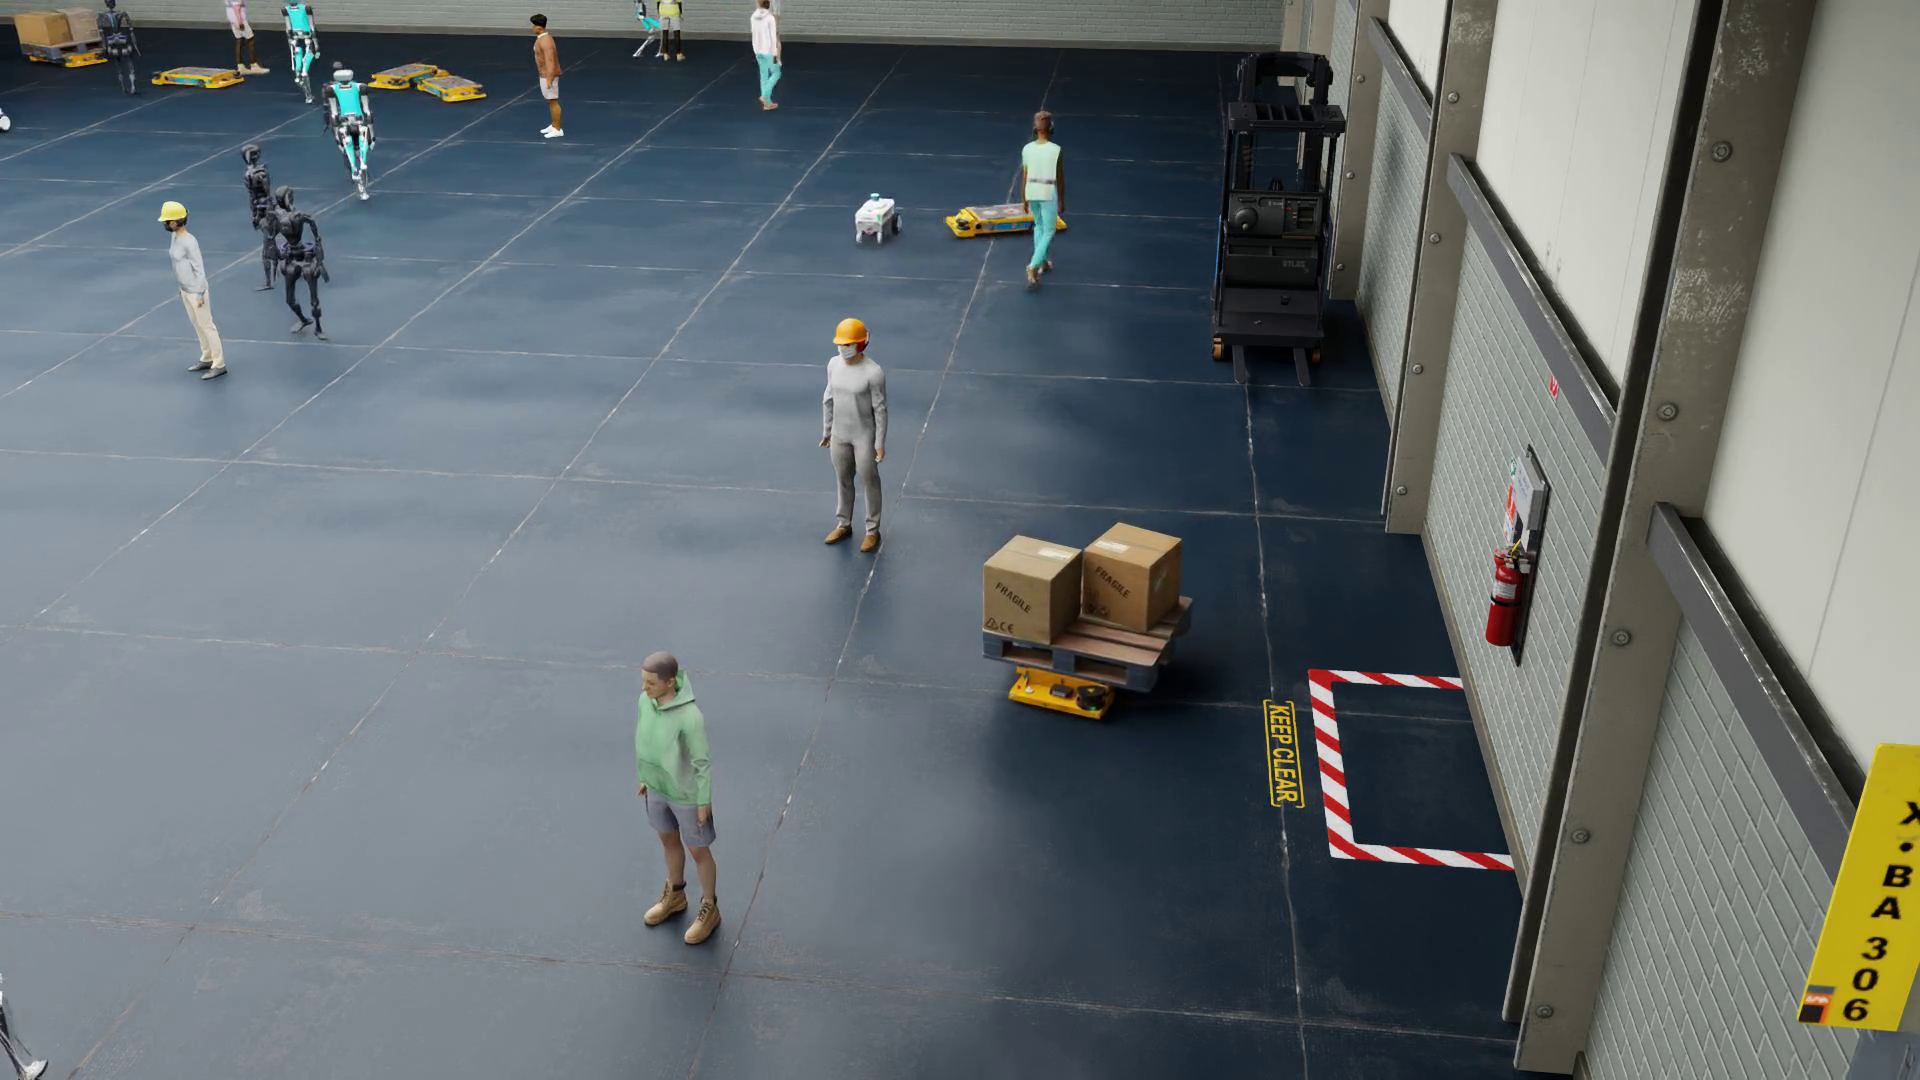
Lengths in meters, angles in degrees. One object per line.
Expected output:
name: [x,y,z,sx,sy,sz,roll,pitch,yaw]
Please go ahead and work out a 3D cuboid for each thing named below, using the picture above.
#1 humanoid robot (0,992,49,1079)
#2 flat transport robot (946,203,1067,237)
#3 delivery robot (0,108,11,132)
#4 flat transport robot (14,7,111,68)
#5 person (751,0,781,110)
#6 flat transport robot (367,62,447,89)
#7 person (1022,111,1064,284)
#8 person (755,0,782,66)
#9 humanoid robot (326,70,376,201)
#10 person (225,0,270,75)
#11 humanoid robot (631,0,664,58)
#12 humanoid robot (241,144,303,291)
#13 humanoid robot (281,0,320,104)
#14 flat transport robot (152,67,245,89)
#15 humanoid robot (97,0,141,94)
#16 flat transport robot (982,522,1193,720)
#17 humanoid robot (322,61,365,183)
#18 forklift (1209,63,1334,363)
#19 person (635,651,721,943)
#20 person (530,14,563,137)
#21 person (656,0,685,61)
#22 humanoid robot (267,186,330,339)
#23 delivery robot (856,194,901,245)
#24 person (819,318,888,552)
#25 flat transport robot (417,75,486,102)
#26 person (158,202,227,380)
humanoid robot: [-4.724,1.879,7.794,1.003,1.779,0.530,4,27,8]
flat transport robot: [0.592,-4.109,21.341,1.431,0.231,0.659,-6,27,-12]
delivery robot: [-15.310,-6.593,26.003,0.499,0.614,0.786,5,27,10]
flat transport robot: [-16.795,-9.088,31.280,1.431,0.231,0.659,16,31,28]
person: [-3.197,-8.015,27.326,0.490,1.902,0.467,15,30,27]
flat transport robot: [-9.840,-8.261,29.630,0.659,0.231,1.431,9,28,17]
person: [0.928,-3.934,19.134,0.491,1.948,0.845,14,30,25]
person: [-3.531,-9.675,30.661,0.496,1.876,0.401,-9,28,-18]
humanoid robot: [-8.063,-5.326,22.111,0.549,1.724,0.978,-5,27,-11]
person: [-12.942,-9.417,29.992,0.489,2.026,0.649,-19,32,-33]
humanoid robot: [-5.876,-10.031,31.550,0.887,1.788,0.568,-7,28,-14]
humanoid robot: [-7.929,-3.711,19.026,0.685,1.628,0.600,-23,34,-37]
humanoid robot: [-11.071,-8.170,27.833,0.566,1.781,0.879,2,27,4]
flat transport robot: [-13.526,-8.201,29.510,1.431,0.231,0.659,8,28,15]
humanoid robot: [-14.397,-8.473,28.503,0.584,1.644,0.562,-7,27,-13]
flat transport robot: [0.904,0.772,11.598,0.659,0.231,1.431,11,29,21]
humanoid robot: [-8.605,-5.835,23.217,0.603,1.650,0.343,-18,32,-31]
forklift: [3.241,-3.477,17.183,1.129,2.768,1.873,3,27,6]
person: [-1.496,1.343,8.810,0.475,1.742,0.320,18,32,32]
person: [-6.355,-7.184,25.713,0.400,1.851,0.790,-9,28,-17]
person: [-5.445,-9.887,31.284,0.533,1.691,0.319,6,27,11]
humanoid robot: [-6.898,-2.920,17.407,0.612,1.645,0.471,2,27,4]
delivery robot: [-1.059,-4.054,20.910,0.499,0.592,0.791,6,27,12]
person: [-0.821,-0.824,12.970,0.572,1.897,0.360,13,30,25]
flat transport robot: [-8.778,-7.786,28.682,0.659,0.231,1.431,-19,32,-33]
person: [-7.577,-2.460,16.378,0.309,1.767,0.531,-23,35,-38]
